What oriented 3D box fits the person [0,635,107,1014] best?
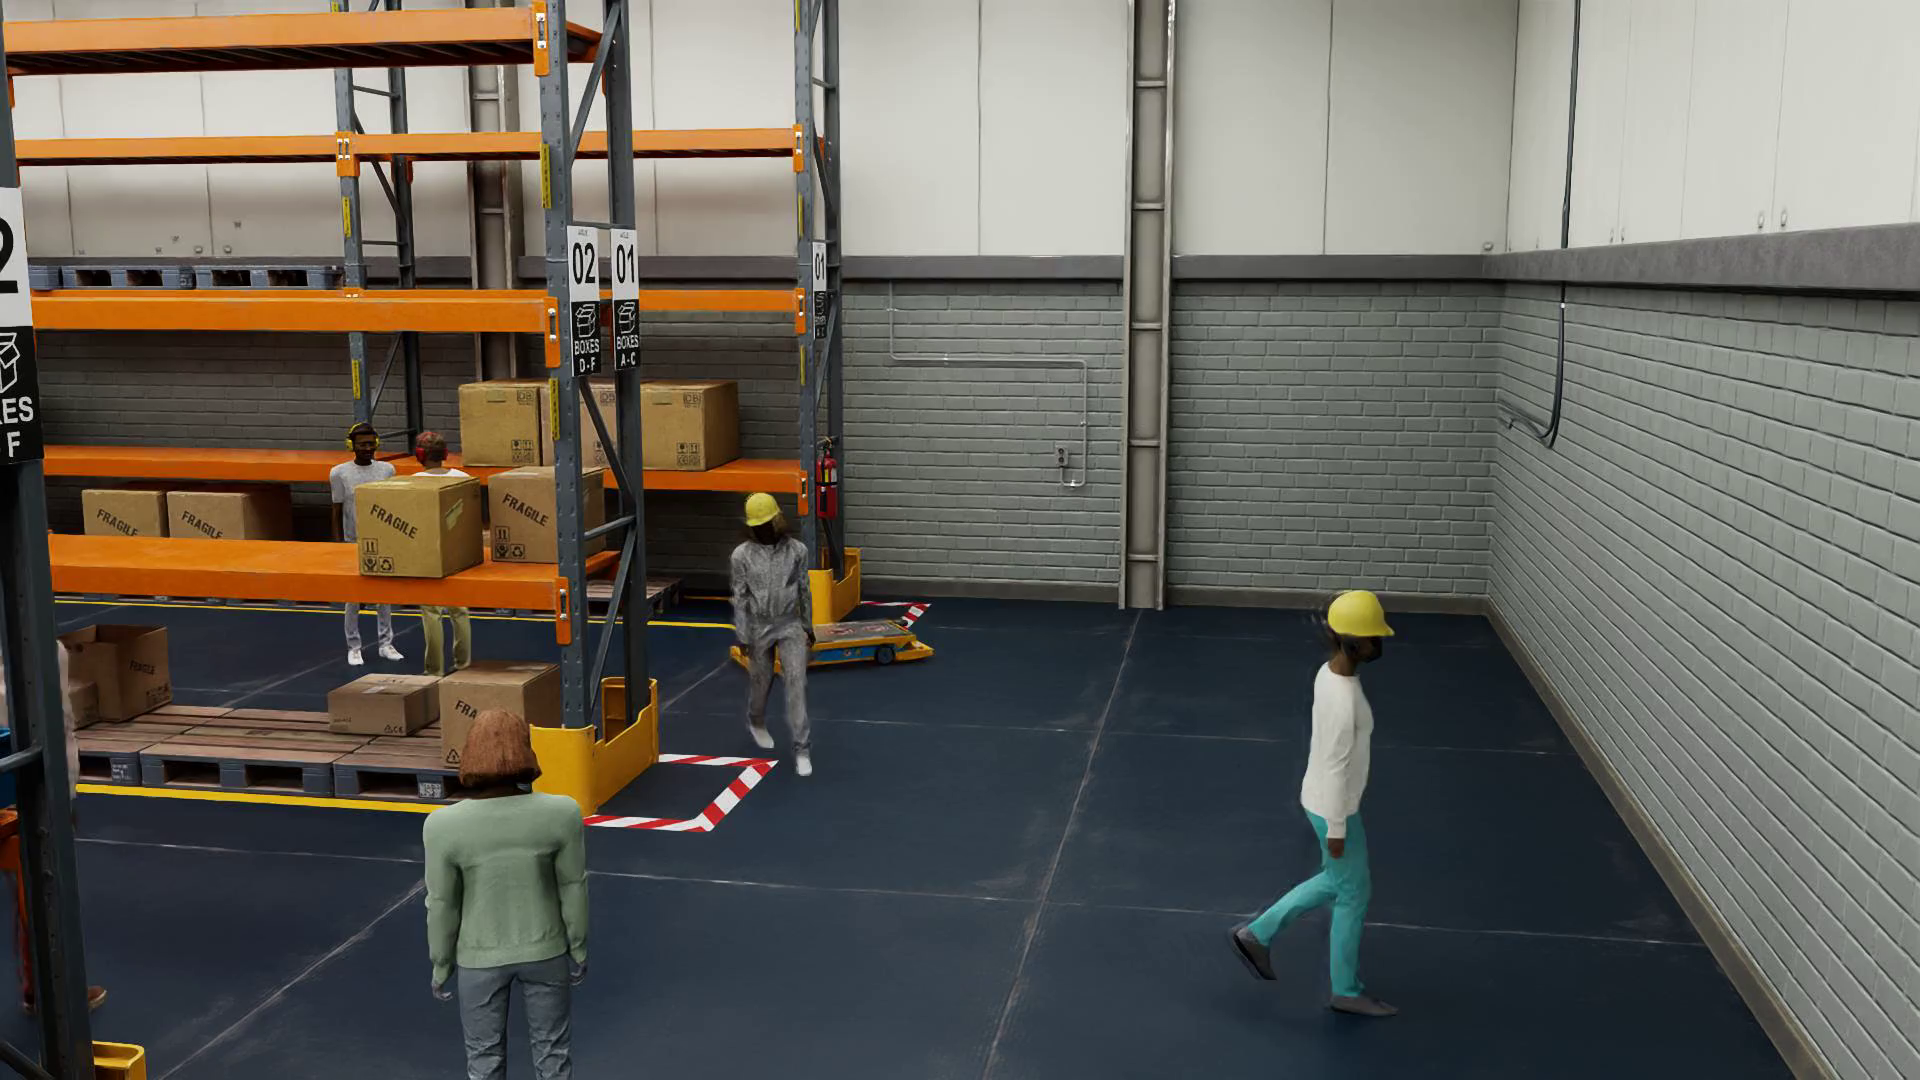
[{"bbox_3d":[-3.773,1.001,6.394,0.717,1.947,0.381,-7,11,-36],"label":"person"}]

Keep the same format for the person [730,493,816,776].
[{"bbox_3d":[-1.144,0.524,10.122,0.518,1.688,0.845,-3,10,-20],"label":"person"}]

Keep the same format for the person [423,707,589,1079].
[{"bbox_3d":[-1.425,1.333,5.276,0.498,1.632,0.285,-3,10,-19],"label":"person"}]

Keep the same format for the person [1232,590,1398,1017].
[{"bbox_3d":[1.460,1.049,6.666,0.565,1.747,0.533,2,9,10],"label":"person"}]

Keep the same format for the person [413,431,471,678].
[{"bbox_3d":[-3.773,0.136,12.053,0.375,1.840,0.575,7,11,36],"label":"person"}]

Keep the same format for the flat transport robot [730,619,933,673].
[{"bbox_3d":[-0.987,0.803,12.776,1.431,0.197,0.652,-4,10,-23],"label":"flat transport robot"}]

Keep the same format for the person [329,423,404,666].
[{"bbox_3d":[-4.518,0.029,12.676,0.510,1.861,0.327,-7,11,-37],"label":"person"}]
